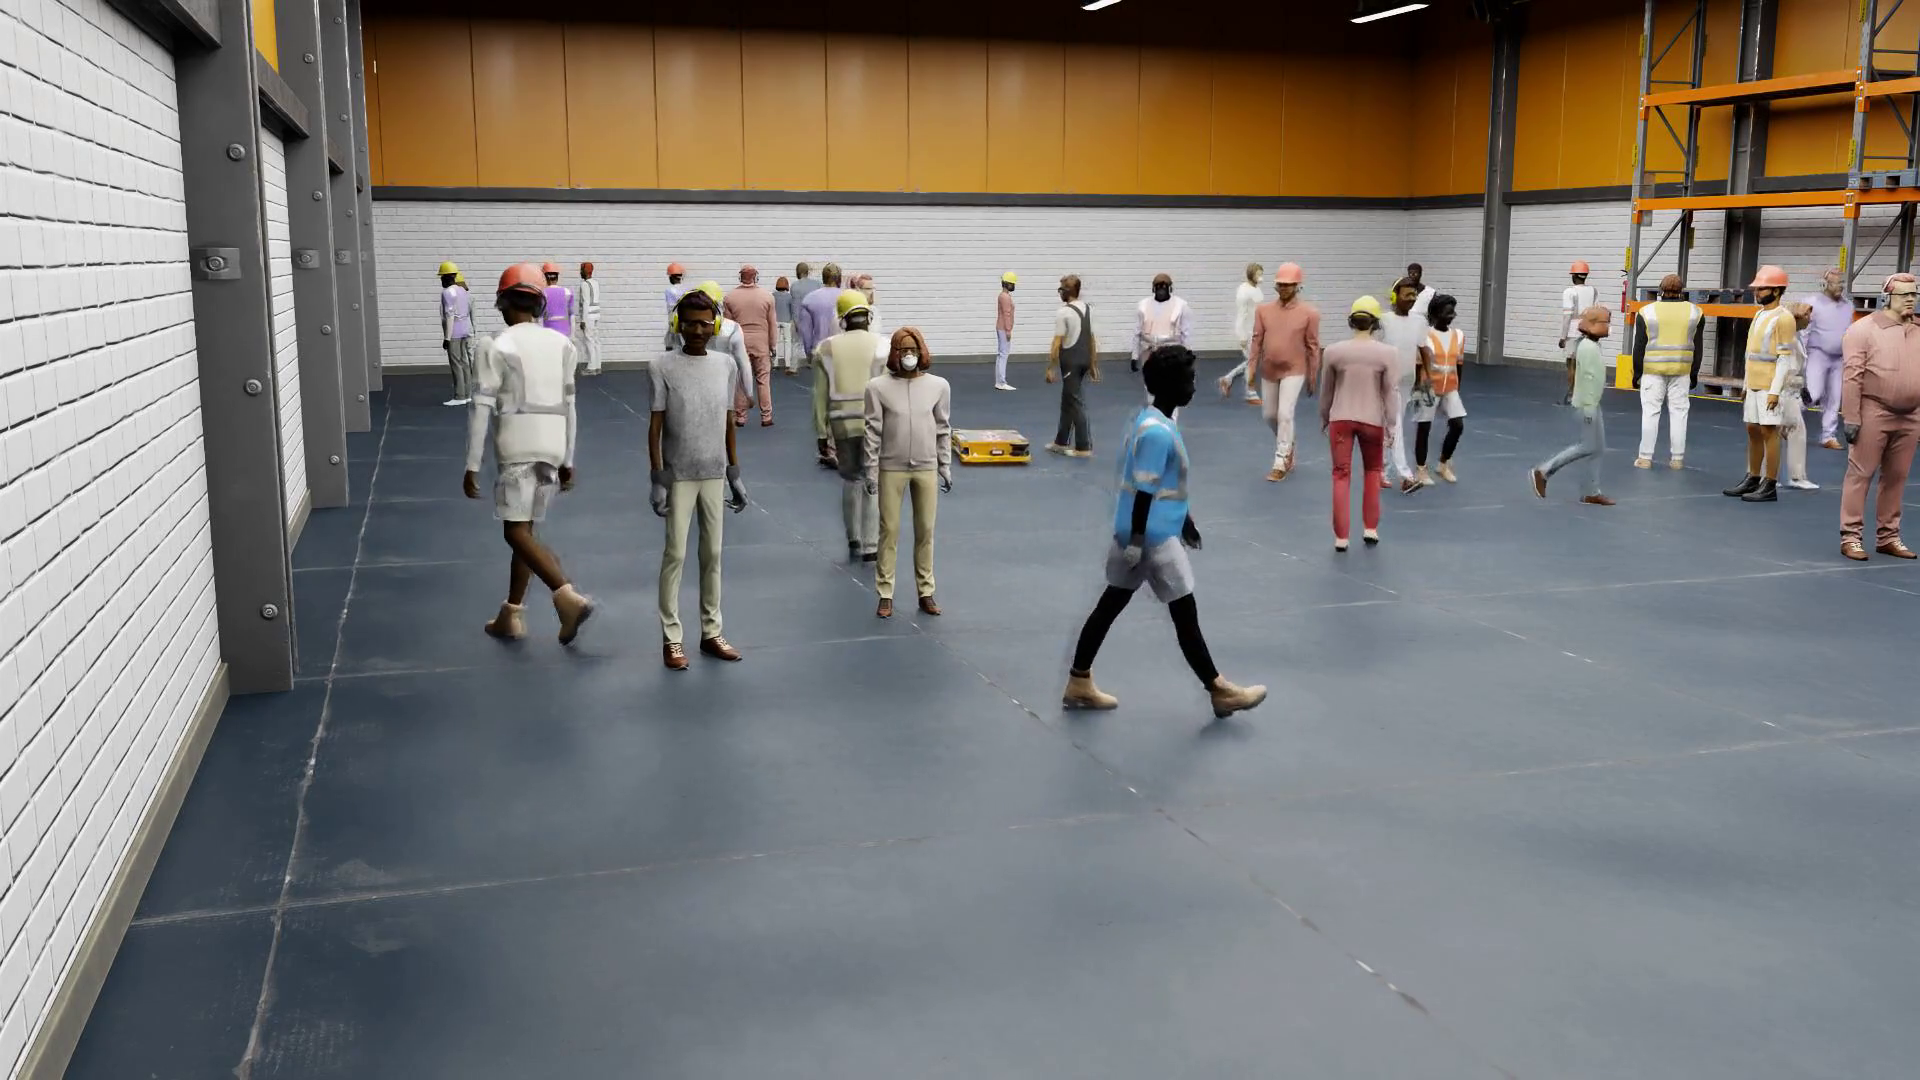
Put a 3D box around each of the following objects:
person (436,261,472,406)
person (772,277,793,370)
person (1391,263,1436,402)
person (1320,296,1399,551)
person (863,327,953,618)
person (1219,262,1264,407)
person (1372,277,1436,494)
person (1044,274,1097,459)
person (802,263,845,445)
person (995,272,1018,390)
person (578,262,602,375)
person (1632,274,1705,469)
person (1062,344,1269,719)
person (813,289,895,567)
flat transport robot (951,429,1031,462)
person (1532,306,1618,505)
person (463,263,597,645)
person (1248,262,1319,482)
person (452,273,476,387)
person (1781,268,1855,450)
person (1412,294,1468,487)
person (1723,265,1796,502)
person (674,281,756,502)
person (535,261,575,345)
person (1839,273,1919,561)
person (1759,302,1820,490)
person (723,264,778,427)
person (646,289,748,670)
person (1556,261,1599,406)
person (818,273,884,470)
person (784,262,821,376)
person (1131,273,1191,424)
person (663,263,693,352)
[{"bbox_3d":[-6.798,-2.761,22.297,0.384,1.924,0.593,1,10,6],"label":"person"},{"bbox_3d":[-3.095,-3.764,28.982,0.494,1.624,0.279,2,10,9],"label":"person"},{"bbox_3d":[6.160,-2.822,22.718,0.594,1.903,0.453,5,11,26],"label":"person"},{"bbox_3d":[2.758,-0.811,11.530,0.538,1.742,0.666,3,10,16],"label":"person"},{"bbox_3d":[-0.290,-0.379,9.354,0.507,1.632,0.274,-2,10,-14],"label":"person"},{"bbox_3d":[3.793,-2.740,22.206,0.699,1.917,0.648,6,11,31],"label":"person"},{"bbox_3d":[3.774,-1.294,14.083,0.557,1.825,0.932,-3,10,-17],"label":"person"},{"bbox_3d":[1.034,-1.727,16.614,0.787,1.818,0.548,9,13,41],"label":"person"},{"bbox_3d":[-1.362,-1.969,17.683,0.632,1.936,0.359,2,10,13],"label":"person"},{"bbox_3d":[0.705,-3.114,24.831,0.335,1.757,0.533,-1,10,-7],"label":"person"},{"bbox_3d":[-6.217,-3.707,27.894,0.343,1.882,0.585,2,10,10],"label":"person"},{"bbox_3d":[6.678,-1.586,15.743,0.625,1.844,0.429,2,10,9],"label":"person"},{"bbox_3d":[0.876,-0.031,7.285,0.919,1.637,0.537,0,10,2],"label":"person"},{"bbox_3d":[-0.623,-0.741,10.962,0.612,1.797,0.646,2,10,11],"label":"person"},{"bbox_3d":[0.289,-0.949,16.594,0.652,0.197,1.431,-1,10,-5],"label":"flat transport robot"},{"bbox_3d":[5.026,-1.082,13.461,0.585,1.616,0.510,6,11,29],"label":"person"},{"bbox_3d":[-2.199,-0.435,8.666,0.838,1.989,0.715,8,13,40],"label":"person"},{"bbox_3d":[2.967,-1.541,15.130,0.616,1.966,0.856,6,12,33],"label":"person"},{"bbox_3d":[-7.621,-3.204,25.402,0.322,1.740,0.490,9,14,43],"label":"person"},{"bbox_3d":[9.020,-1.898,17.423,0.656,1.891,0.655,-2,10,-14],"label":"person"},{"bbox_3d":[4.165,-1.292,14.507,0.545,1.687,0.395,-2,10,-13],"label":"person"},{"bbox_3d":[6.613,-1.284,13.705,0.349,1.942,0.545,0,10,-2],"label":"person"},{"bbox_3d":[-2.010,-1.221,13.725,0.605,1.802,0.698,3,10,17],"label":"person"},{"bbox_3d":[-5.294,-2.659,21.704,0.542,1.928,0.374,-6,12,-33],"label":"person"},{"bbox_3d":[6.193,-0.815,11.088,0.643,1.909,0.410,-2,10,-10],"label":"person"},{"bbox_3d":[7.214,-1.233,14.340,0.682,1.612,0.531,6,12,31],"label":"person"},{"bbox_3d":[-2.463,-2.282,19.585,0.642,1.909,0.410,-1,10,-4],"label":"person"},{"bbox_3d":[-1.301,-0.298,8.240,0.517,1.860,0.328,-7,12,-35],"label":"person"},{"bbox_3d":[8.255,-2.763,22.278,0.551,1.934,0.373,-4,10,-20],"label":"person"},{"bbox_3d":[-0.928,-1.531,15.407,1.015,1.862,0.633,4,11,22],"label":"person"},{"bbox_3d":[-2.512,-3.616,27.364,0.634,1.899,1.006,-8,13,-38],"label":"person"},{"bbox_3d":[2.154,-1.972,18.053,0.629,1.827,0.562,4,11,23],"label":"person"},{"bbox_3d":[-4.293,-3.301,25.561,1.004,1.893,0.549,9,13,42],"label":"person"}]
